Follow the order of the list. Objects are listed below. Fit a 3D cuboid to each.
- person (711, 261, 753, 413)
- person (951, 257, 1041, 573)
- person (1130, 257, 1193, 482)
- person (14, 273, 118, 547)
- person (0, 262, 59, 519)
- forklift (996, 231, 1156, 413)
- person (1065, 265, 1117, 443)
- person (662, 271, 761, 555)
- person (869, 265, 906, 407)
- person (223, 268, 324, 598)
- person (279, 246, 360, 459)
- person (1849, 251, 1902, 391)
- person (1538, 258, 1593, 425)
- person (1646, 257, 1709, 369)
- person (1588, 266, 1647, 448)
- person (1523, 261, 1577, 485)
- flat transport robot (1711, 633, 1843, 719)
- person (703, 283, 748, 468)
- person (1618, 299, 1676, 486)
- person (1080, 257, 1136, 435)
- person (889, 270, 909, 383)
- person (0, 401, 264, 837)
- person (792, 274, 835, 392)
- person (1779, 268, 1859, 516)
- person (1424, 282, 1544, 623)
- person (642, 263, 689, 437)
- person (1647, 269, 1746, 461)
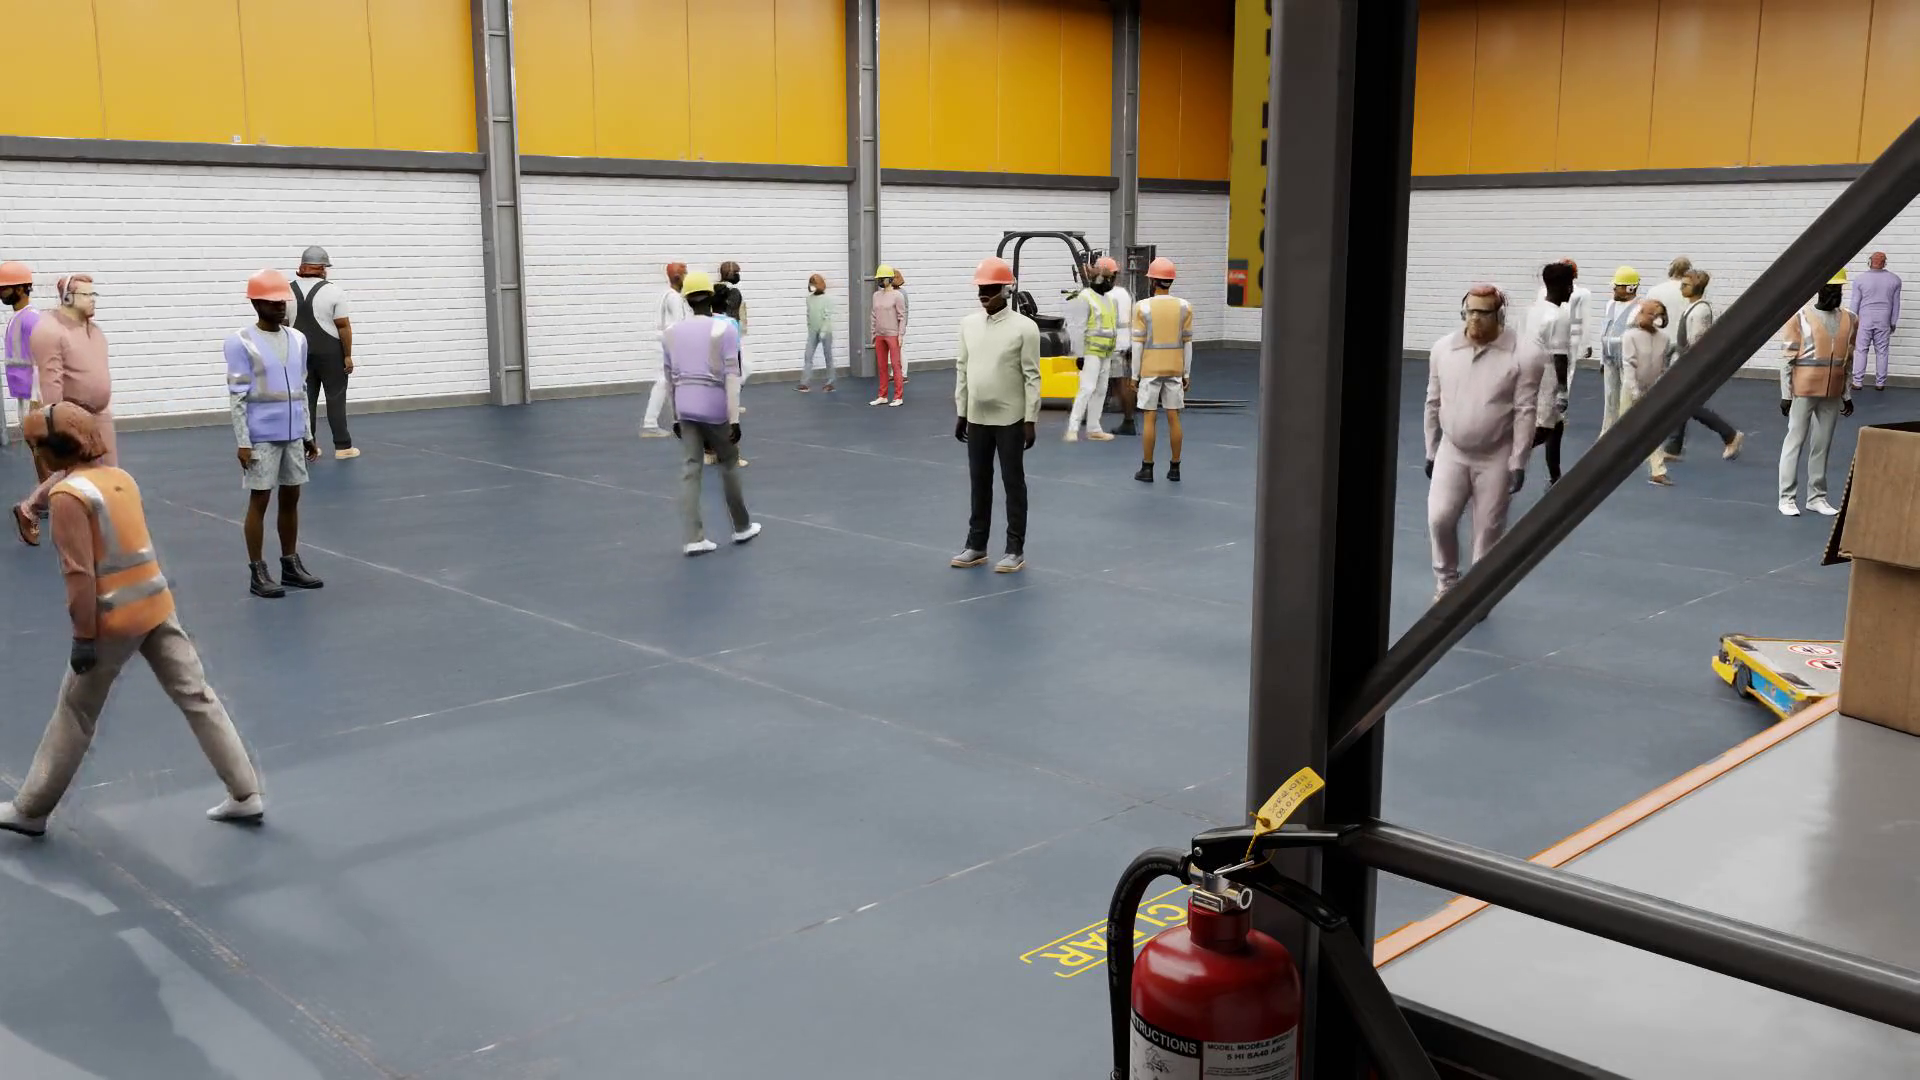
[{"bbox_3d":[-2.731,-2.400,19.807,0.449,1.828,0.654,-6,12,-30],"label":"person"},{"bbox_3d":[0.223,-0.790,10.572,0.611,1.996,0.387,7,13,35],"label":"person"},{"bbox_3d":[1.736,-1.466,14.406,0.547,1.942,0.344,-2,11,-10],"label":"person"},{"bbox_3d":[-5.963,-0.836,11.128,0.681,1.884,0.644,2,11,10],"label":"person"},{"bbox_3d":[-7.027,-1.116,12.516,0.368,1.933,0.553,-8,13,-38],"label":"person"},{"bbox_3d":[1.222,-2.721,20.561,2.313,2.155,1.214,2,11,13],"label":"forklift"},{"bbox_3d":[1.378,-1.924,17.275,0.492,1.825,0.683,7,12,33],"label":"person"},{"bbox_3d":[-1.695,-0.871,11.316,0.613,1.880,0.906,4,11,19],"label":"person"},{"bbox_3d":[-0.919,-2.550,20.800,0.533,1.767,0.324,8,13,39],"label":"person"},{"bbox_3d":[-4.055,-0.635,9.890,0.379,1.937,0.548,6,12,28],"label":"person"},{"bbox_3d":[-6.118,-1.798,15.948,0.688,2.000,0.536,1,10,7],"label":"person"},{"bbox_3d":[12.571,-3.010,22.921,0.639,1.911,0.406,2,11,11],"label":"person"},{"bbox_3d":[6.779,-2.211,18.666,0.580,1.869,0.463,8,13,39],"label":"person"},{"bbox_3d":[7.764,-2.108,18.052,0.652,1.884,1.008,4,11,23],"label":"person"},{"bbox_3d":[6.551,-1.783,16.446,0.404,1.829,0.592,-5,11,-24],"label":"person"},{"bbox_3d":[4.600,-1.253,13.268,0.904,1.936,0.617,-1,10,-3],"label":"person"},{"bbox_3d":[3.896,0.666,7.341,0.652,0.197,1.431,1,10,6],"label":"flat transport robot"},{"bbox_3d":[-2.201,-1.500,15.261,0.535,1.697,0.318,7,12,33],"label":"person"},{"bbox_3d":[5.901,-1.297,14.432,0.484,1.590,0.817,-2,11,-12],"label":"person"},{"bbox_3d":[1.533,-2.077,17.882,0.934,1.888,0.568,6,12,30],"label":"person"},{"bbox_3d":[-0.932,-3.092,24.116,0.268,1.632,0.509,-7,13,-34],"label":"person"},{"bbox_3d":[-2.999,0.292,5.864,0.981,1.549,0.527,0,10,1],"label":"person"},{"bbox_3d":[-1.958,-2.774,22.450,0.497,1.594,0.784,7,12,32],"label":"person"},{"bbox_3d":[6.534,-1.141,12.669,0.589,1.930,0.361,-1,10,-7],"label":"person"},{"bbox_3d":[2.831,-0.463,9.111,0.645,1.885,0.461,6,12,32],"label":"person"},{"bbox_3d":[-2.954,-2.006,17.634,0.956,1.834,0.589,-2,11,-10],"label":"person"},{"bbox_3d":[6.936,-1.614,15.536,0.754,1.829,0.504,3,11,18],"label":"person"}]
